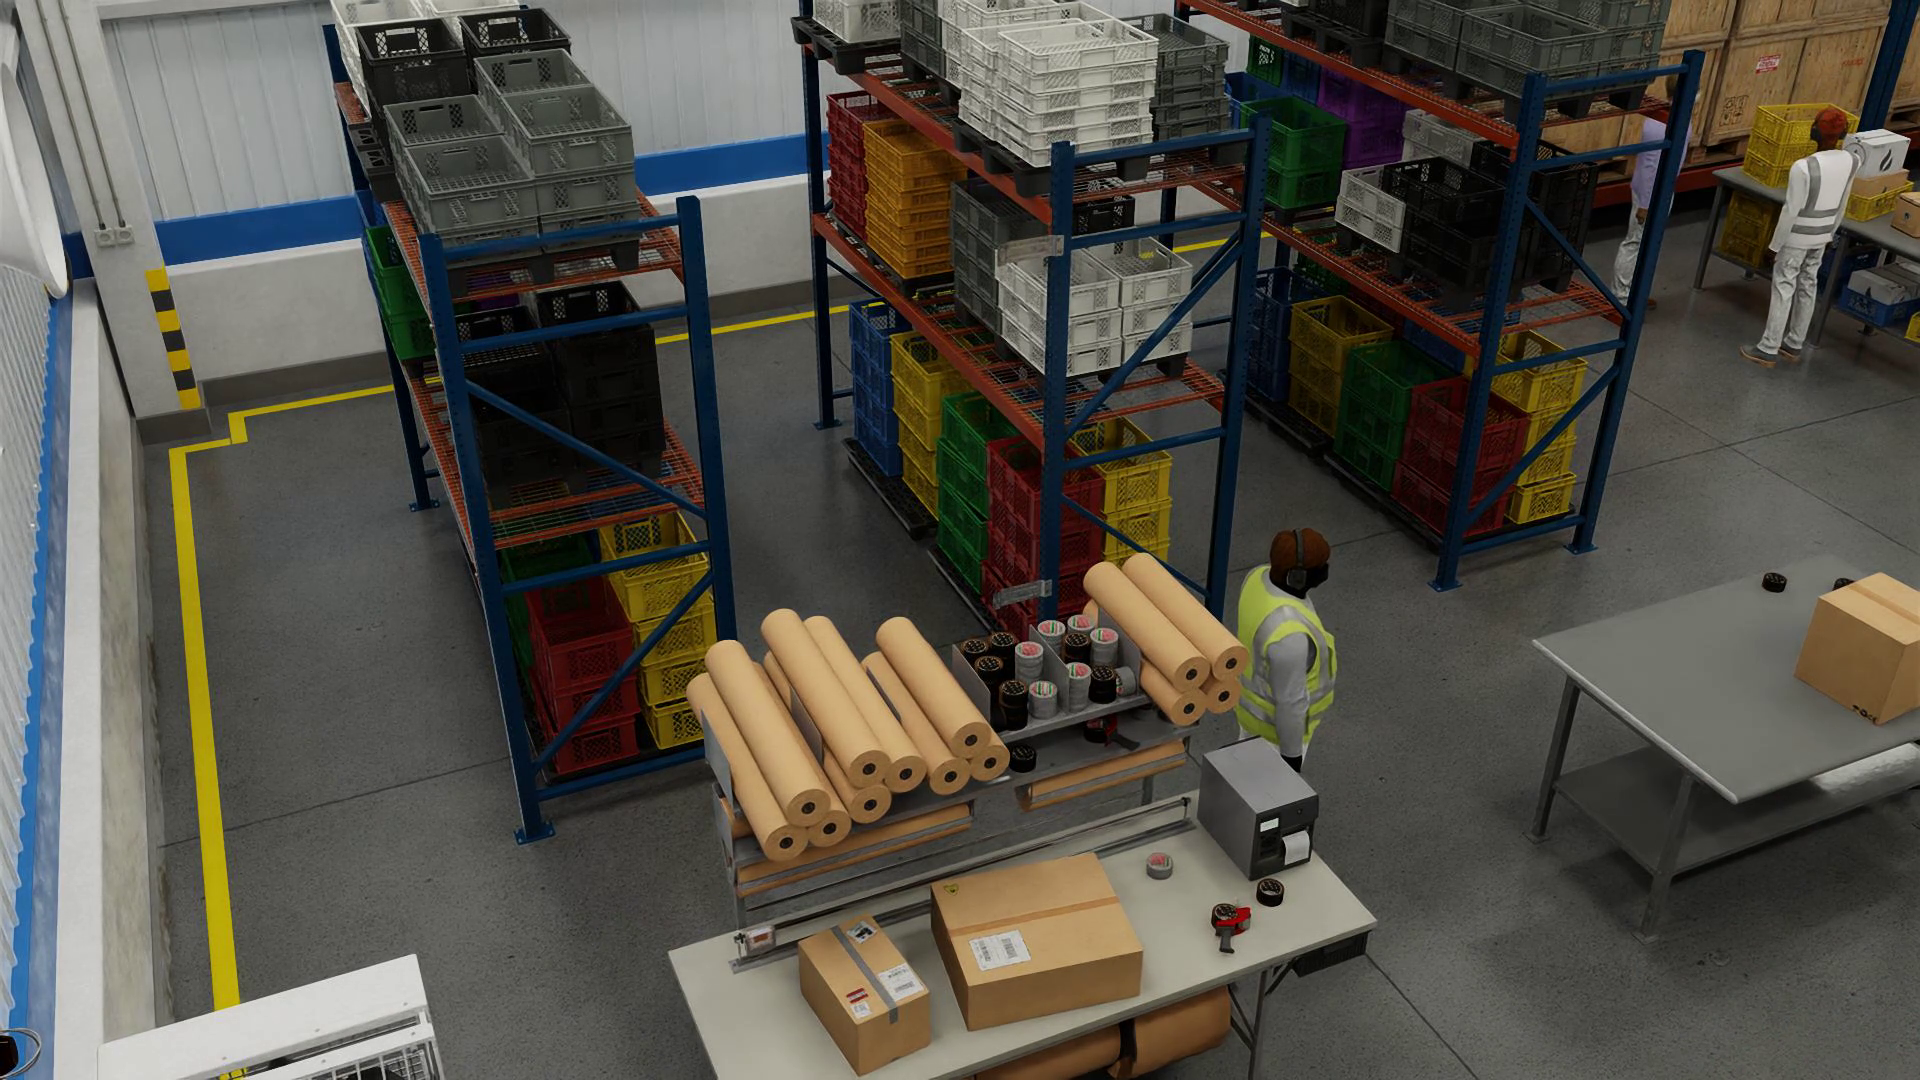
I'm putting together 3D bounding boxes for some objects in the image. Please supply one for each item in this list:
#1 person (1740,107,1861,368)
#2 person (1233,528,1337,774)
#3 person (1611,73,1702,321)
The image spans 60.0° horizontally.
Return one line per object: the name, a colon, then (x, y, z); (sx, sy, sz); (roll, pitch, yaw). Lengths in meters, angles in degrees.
person: (6.039, -2.155, 11.918); (0.582, 1.881, 0.338); (-12, 33, -18)
person: (1.391, 0.750, 7.239); (0.429, 1.844, 0.622); (-3, 32, -4)
person: (5.281, -2.630, 12.637); (0.358, 1.938, 0.636); (21, 37, 31)
